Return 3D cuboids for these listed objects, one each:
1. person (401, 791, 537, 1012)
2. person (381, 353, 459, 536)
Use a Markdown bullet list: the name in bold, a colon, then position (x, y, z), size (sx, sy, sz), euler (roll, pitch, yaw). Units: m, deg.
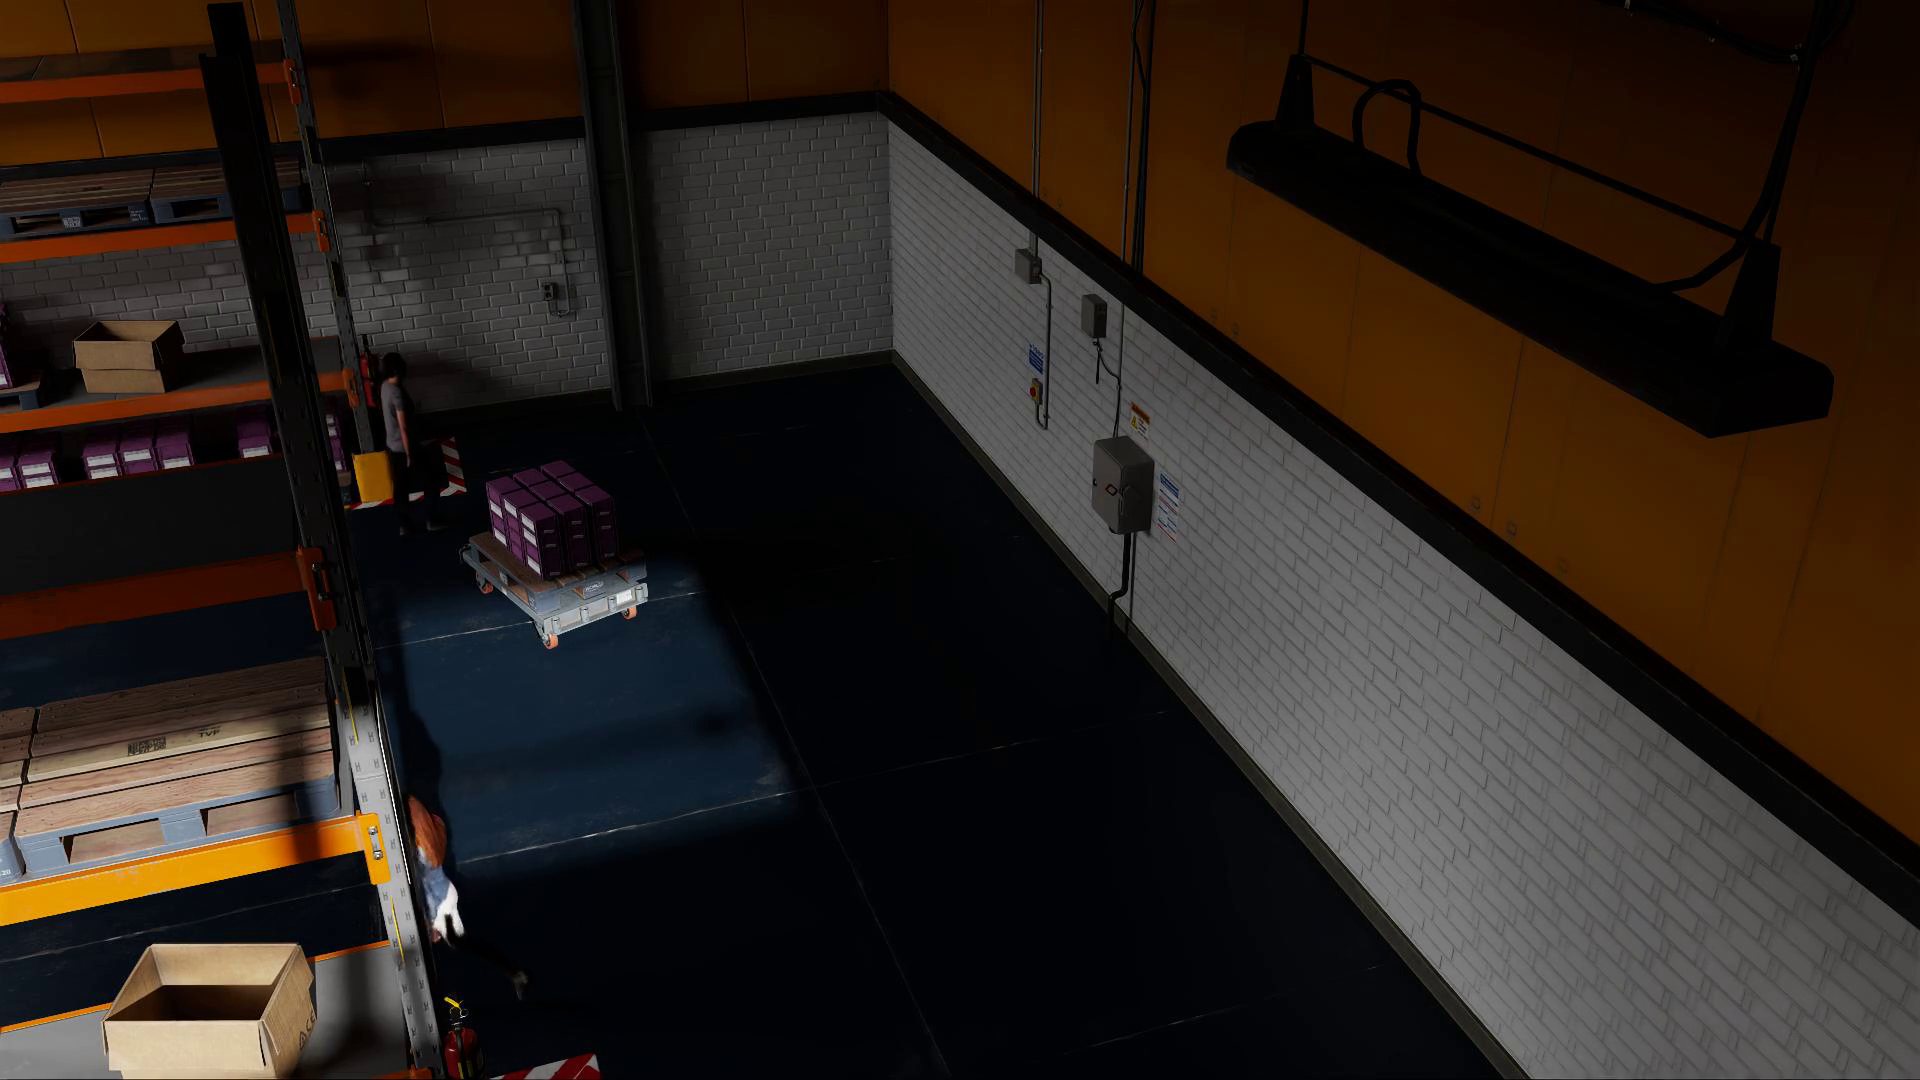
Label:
- **person**: position (-2.921, 2.106, 9.532), size (1.137, 1.668, 0.852), euler (1, 29, 2)
- **person**: position (-5.017, -0.818, 14.814), size (0.826, 1.742, 0.768), euler (-20, 35, -32)
